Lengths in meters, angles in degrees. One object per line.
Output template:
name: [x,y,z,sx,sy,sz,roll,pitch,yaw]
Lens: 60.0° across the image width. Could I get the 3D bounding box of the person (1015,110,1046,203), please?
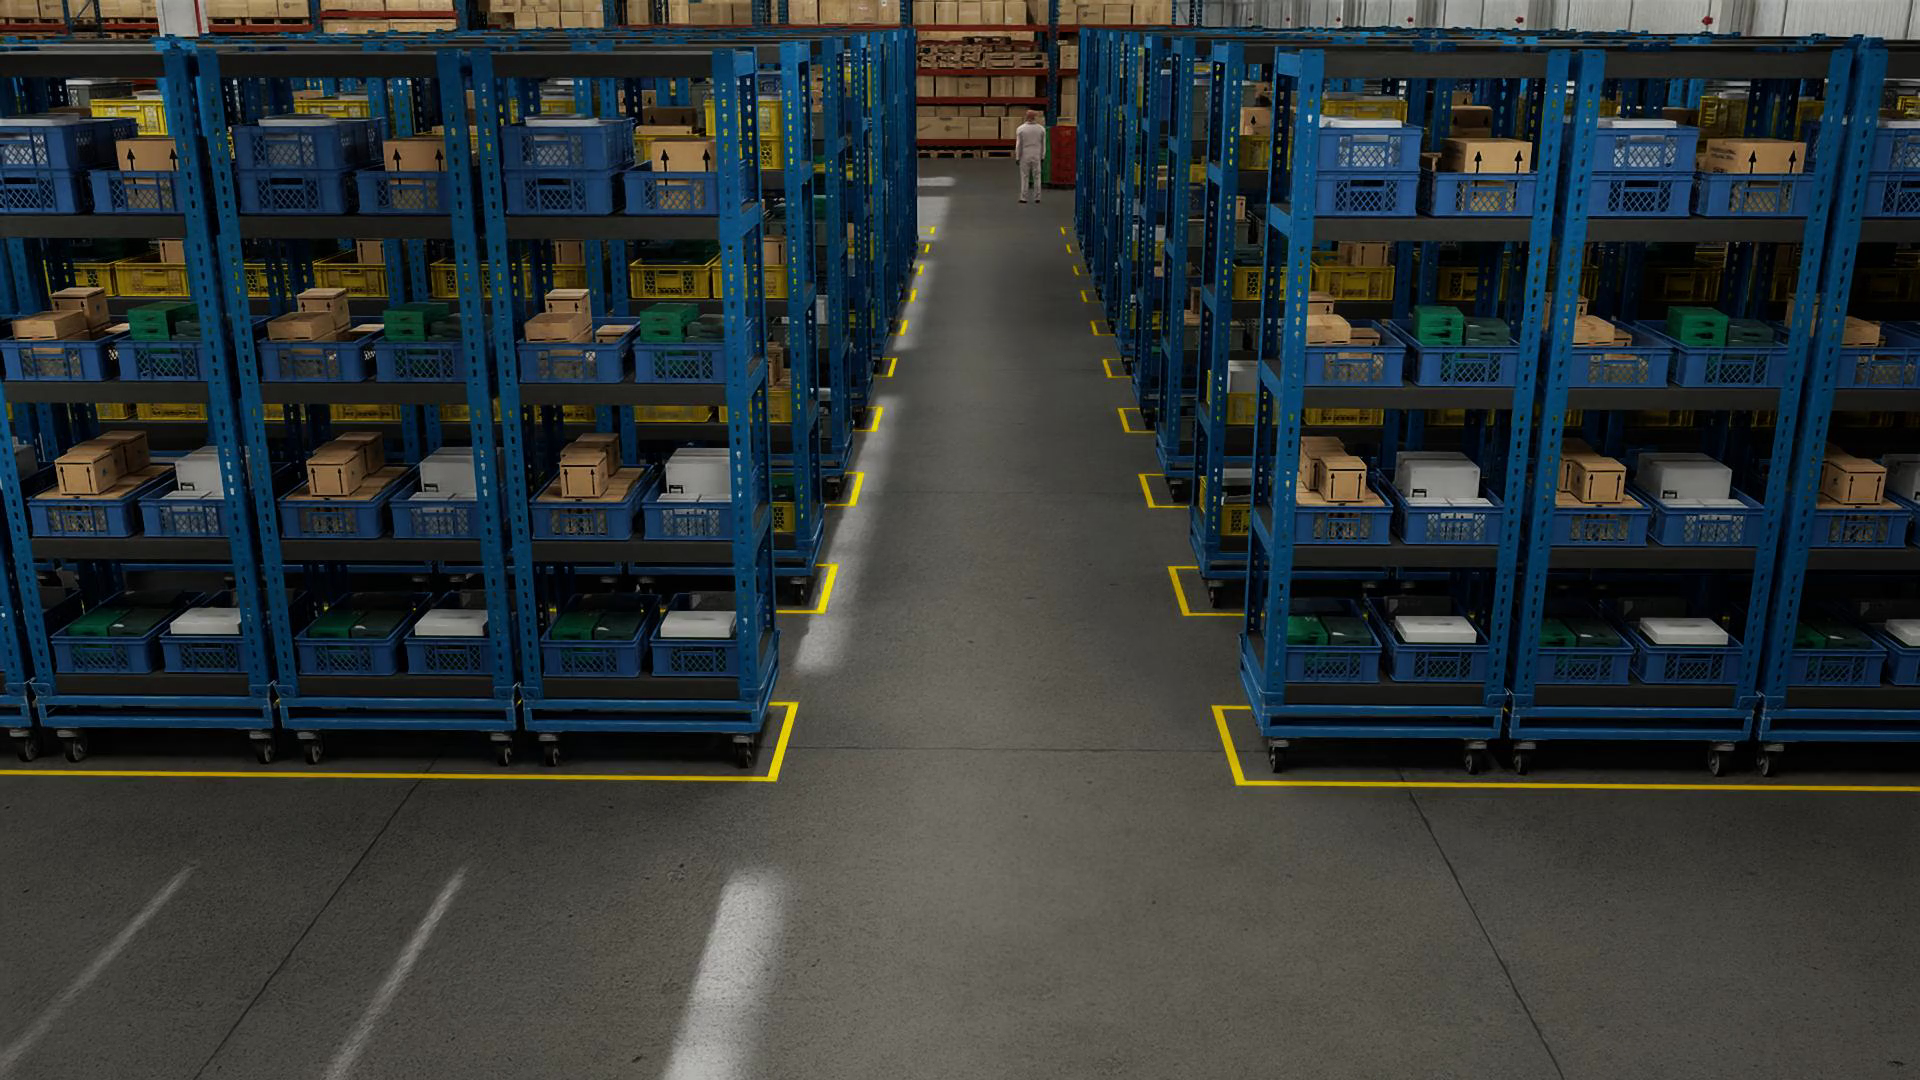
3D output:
person: [1.462,-8.002,34.743,0.655,1.906,0.407,-4,18,-14]
